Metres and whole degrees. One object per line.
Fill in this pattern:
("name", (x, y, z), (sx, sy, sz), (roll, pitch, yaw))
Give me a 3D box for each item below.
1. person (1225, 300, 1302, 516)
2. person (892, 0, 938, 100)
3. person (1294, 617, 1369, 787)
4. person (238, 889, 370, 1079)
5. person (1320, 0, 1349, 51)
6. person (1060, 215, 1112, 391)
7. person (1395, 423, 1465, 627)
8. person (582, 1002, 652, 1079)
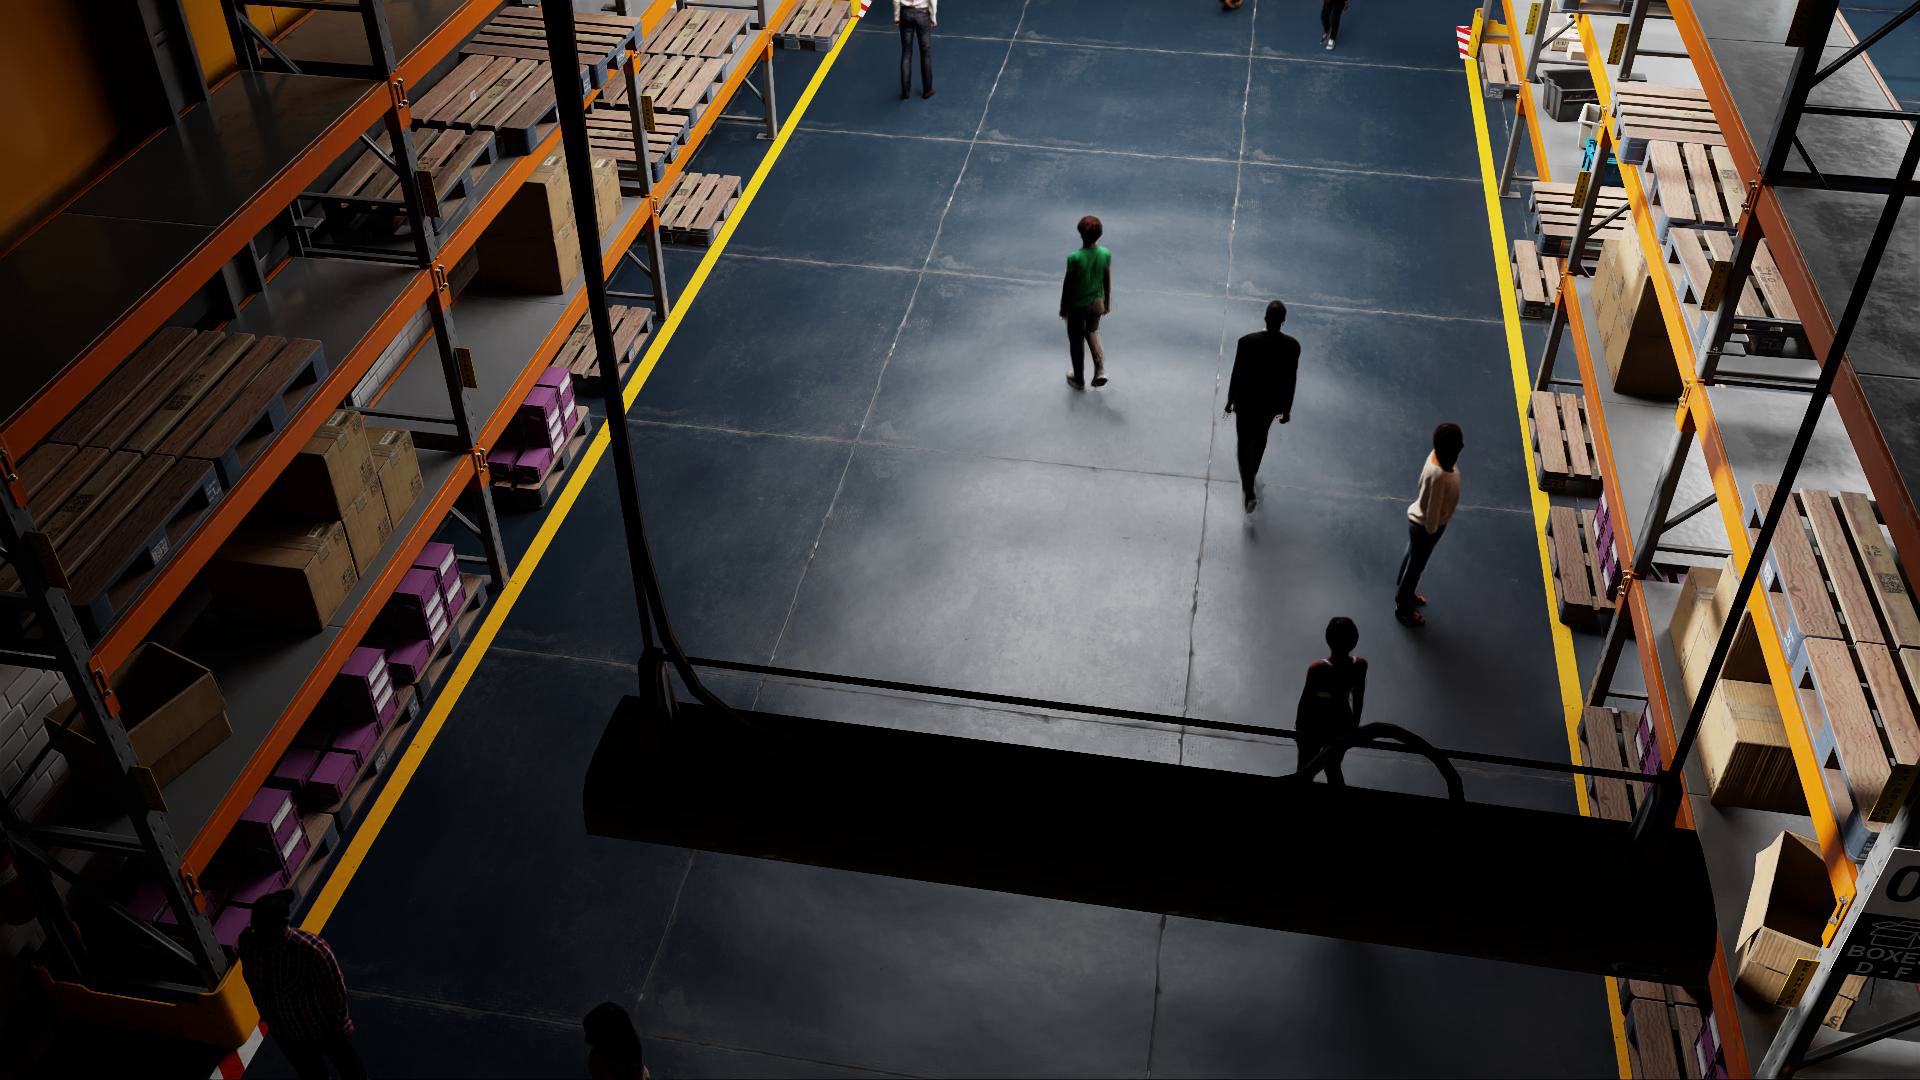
("person", (2.363, -1.012, 13.047), (0.806, 1.774, 1.152), (0, 39, 0))
("person", (-0.524, -6.047, 19.277), (0.664, 1.869, 0.522), (5, 39, 6))
("person", (2.289, 1.223, 10.279), (0.768, 1.736, 1.035), (-6, 39, -7))
("person", (-3.433, 2.468, 8.700), (0.676, 1.761, 0.577), (6, 39, 7))
("person", (4.687, -6.751, 20.655), (0.563, 1.247, 0.577), (14, 41, 16))
("person", (1.131, -1.987, 14.376), (0.798, 1.640, 0.889), (-15, 41, -18))
("person", (3.381, -0.146, 12.037), (0.691, 1.682, 0.513), (11, 40, 13))
("person", (-1.576, 2.824, 8.372), (0.897, 1.615, 0.838), (-17, 42, -20))
